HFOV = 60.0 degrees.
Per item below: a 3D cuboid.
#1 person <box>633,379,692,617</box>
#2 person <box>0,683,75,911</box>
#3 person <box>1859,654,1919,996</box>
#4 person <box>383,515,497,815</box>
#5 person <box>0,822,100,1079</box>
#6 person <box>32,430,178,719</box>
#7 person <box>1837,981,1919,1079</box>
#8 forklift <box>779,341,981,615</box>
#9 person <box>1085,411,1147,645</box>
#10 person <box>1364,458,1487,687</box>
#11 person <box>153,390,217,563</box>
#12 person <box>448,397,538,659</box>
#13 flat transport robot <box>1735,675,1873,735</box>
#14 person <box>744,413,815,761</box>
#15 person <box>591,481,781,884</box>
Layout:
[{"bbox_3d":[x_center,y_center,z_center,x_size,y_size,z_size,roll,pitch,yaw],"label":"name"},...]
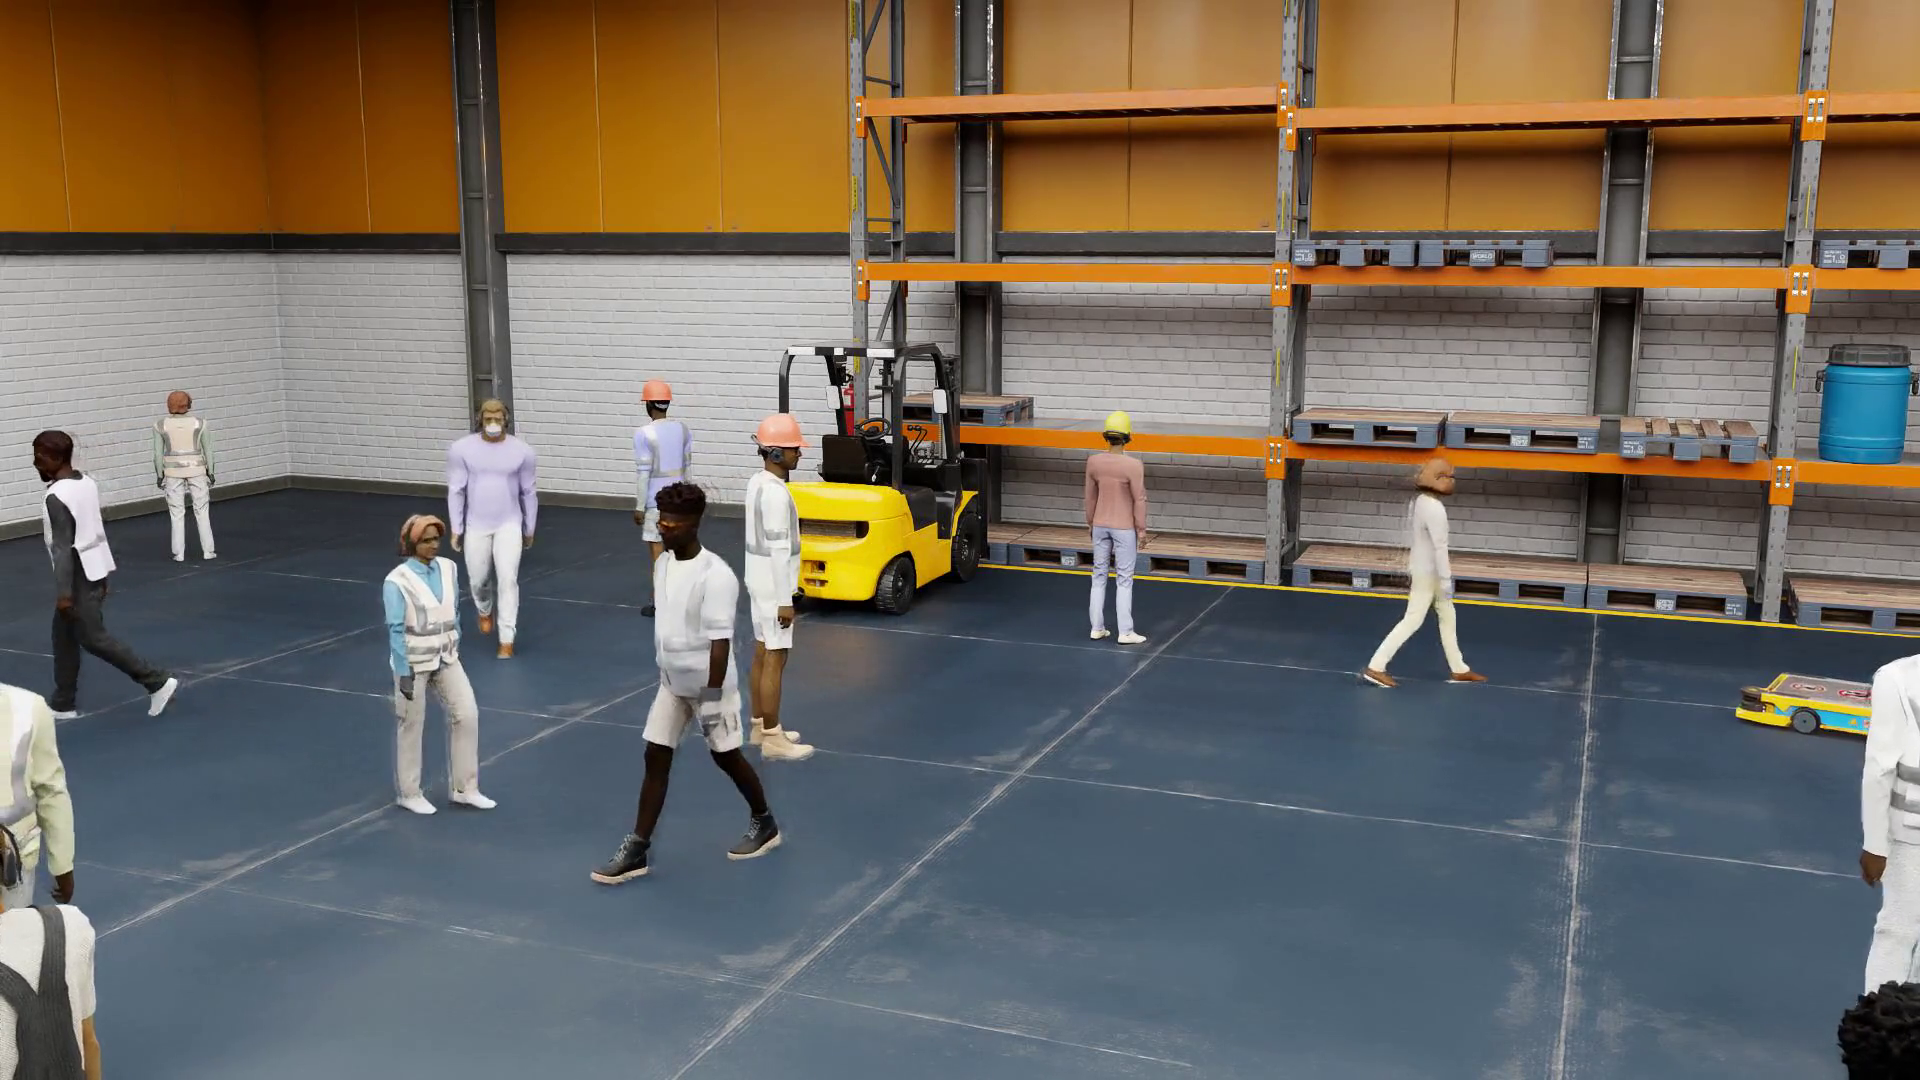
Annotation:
[{"bbox_3d":[-2.423,-0.334,13.472,0.374,1.935,0.552,9,14,41],"label":"person"},{"bbox_3d":[-3.367,1.120,5.693,0.625,1.815,0.511,-8,13,-37],"label":"person"},{"bbox_3d":[3.497,1.056,5.977,0.591,1.899,0.531,-1,10,-8],"label":"person"},{"bbox_3d":[-2.741,0.675,8.740,0.637,1.616,0.542,5,12,28],"label":"person"},{"bbox_3d":[-2.130,1.462,3.728,0.351,1.843,0.506,3,11,15],"label":"person"},{"bbox_3d":[-5.476,0.232,10.477,0.888,1.891,0.594,-2,10,-13],"label":"person"},{"bbox_3d":[1.699,1.638,3.191,0.323,1.692,0.535,7,12,34],"label":"person"},{"bbox_3d":[-0.739,-0.602,14.246,1.214,2.155,2.313,4,11,21],"label":"forklift"},{"bbox_3d":[1.185,-0.091,12.582,0.533,1.772,0.296,8,13,38],"label":"person"},{"bbox_3d":[3.180,0.227,11.333,0.865,1.584,0.511,1,10,5],"label":"person"},{"bbox_3d":[-7.349,-0.599,15.783,0.523,1.636,0.311,-4,11,-23],"label":"person"},{"bbox_3d":[-3.447,-0.115,12.323,0.642,1.920,0.791,-3,11,-16],"label":"person"},{"bbox_3d":[5.663,1.063,10.326,1.431,0.197,0.652,7,13,36],"label":"flat transport robot"},{"bbox_3d":[-1.065,0.271,9.801,0.396,2.042,0.610,-3,11,-17],"label":"person"},{"bbox_3d":[-1.292,0.664,7.991,0.618,1.915,0.981,10,14,43],"label":"person"}]
